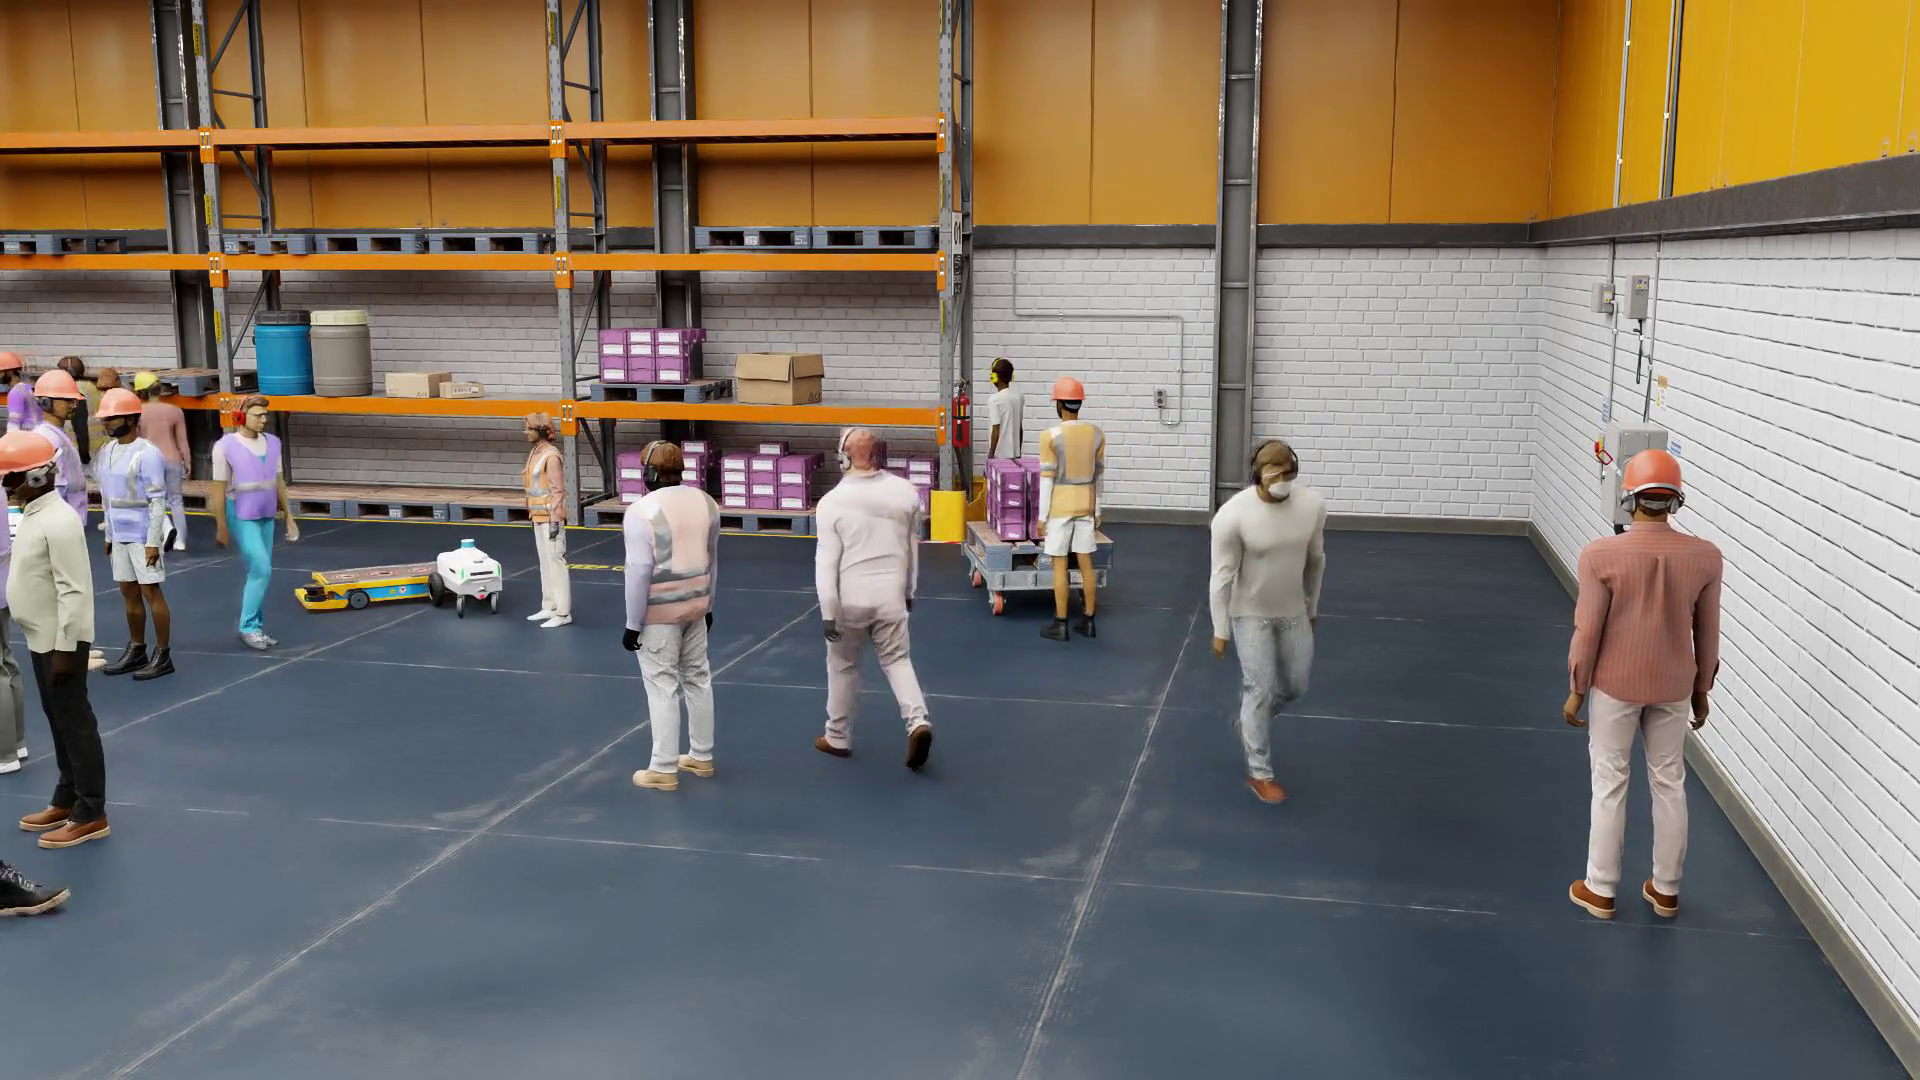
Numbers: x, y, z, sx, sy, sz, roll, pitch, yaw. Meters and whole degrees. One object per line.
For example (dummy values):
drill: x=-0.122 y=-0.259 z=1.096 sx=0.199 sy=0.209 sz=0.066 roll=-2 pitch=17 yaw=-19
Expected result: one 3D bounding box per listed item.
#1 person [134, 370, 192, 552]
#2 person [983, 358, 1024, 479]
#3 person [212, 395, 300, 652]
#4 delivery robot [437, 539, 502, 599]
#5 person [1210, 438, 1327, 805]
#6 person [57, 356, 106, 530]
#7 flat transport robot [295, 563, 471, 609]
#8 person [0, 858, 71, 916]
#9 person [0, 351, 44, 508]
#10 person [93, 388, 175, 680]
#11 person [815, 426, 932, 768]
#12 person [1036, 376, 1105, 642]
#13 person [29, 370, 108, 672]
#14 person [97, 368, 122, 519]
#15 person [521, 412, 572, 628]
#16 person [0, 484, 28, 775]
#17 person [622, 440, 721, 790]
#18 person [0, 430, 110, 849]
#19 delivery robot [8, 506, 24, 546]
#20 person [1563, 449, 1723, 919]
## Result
person: x=-7.482 y=-0.719 z=15.612 sx=0.564 sy=1.745 sz=0.565 roll=9 pitch=13 yaw=43
person: x=0.402 y=-0.760 z=15.521 sx=0.311 sy=1.866 sz=0.533 roll=7 pitch=12 yaw=36
person: x=-5.012 y=-0.125 z=11.884 sx=0.525 sy=1.825 sz=0.558 roll=3 pitch=10 yaw=18
delivery robot: x=-3.898 y=0.239 z=13.208 sx=0.477 sy=0.478 sz=0.707 roll=-6 pitch=11 yaw=-32
person: x=1.542 y=0.396 z=8.568 sx=0.662 sy=1.904 sz=0.679 roll=-3 pitch=10 yaw=-19
person: x=-9.031 y=-0.967 z=16.961 sx=0.959 sy=1.790 sz=0.656 roll=-2 pitch=10 yaw=-10
flat transport robot: x=-4.650 y=0.356 z=13.627 sx=1.431 sy=0.197 sz=0.652 roll=-5 pitch=11 yaw=-29
person: x=-4.369 y=0.655 z=7.064 sx=1.011 sy=1.905 sz=0.626 roll=0 pitch=10 yaw=-2
person: x=-9.199 y=-0.886 z=16.201 sx=0.972 sy=1.883 sz=0.561 roll=-4 pitch=10 yaw=-22
person: x=-5.498 y=-0.039 z=11.039 sx=0.545 sy=1.938 sz=0.355 roll=5 pitch=11 yaw=28
person: x=-0.498 y=0.314 z=9.107 sx=0.660 sy=1.882 sz=0.812 roll=-5 pitch=11 yaw=-28
person: x=0.791 y=-0.229 z=12.170 sx=0.551 sy=1.934 sz=0.373 roll=-5 pitch=11 yaw=-28
person: x=-6.037 y=-0.124 z=11.233 sx=0.366 sy=2.041 sz=0.614 roll=-5 pitch=11 yaw=-29
person: x=-8.985 y=-1.008 z=17.681 sx=0.500 sy=1.633 sz=0.284 roll=-3 pitch=10 yaw=-15
person: x=-3.134 y=-0.155 z=12.608 sx=0.310 sy=1.638 sz=0.523 roll=-6 pitch=11 yaw=-30
person: x=-5.290 y=0.323 z=8.949 sx=0.379 sy=1.920 sz=0.586 roll=-3 pitch=10 yaw=-16
person: x=-1.543 y=0.390 z=8.783 sx=0.429 sy=1.842 sz=0.630 roll=7 pitch=12 yaw=36
person: x=-4.330 y=0.465 z=7.916 sx=0.393 sy=1.985 sz=0.611 roll=-8 pitch=12 yaw=-39
delivery robot: x=-8.512 y=-0.061 z=14.983 sx=0.477 sy=0.478 sz=0.707 roll=-4 pitch=11 yaw=-25
person: x=2.867 y=0.610 z=7.024 sx=0.625 sy=1.992 sz=0.388 roll=0 pitch=10 yaw=0
